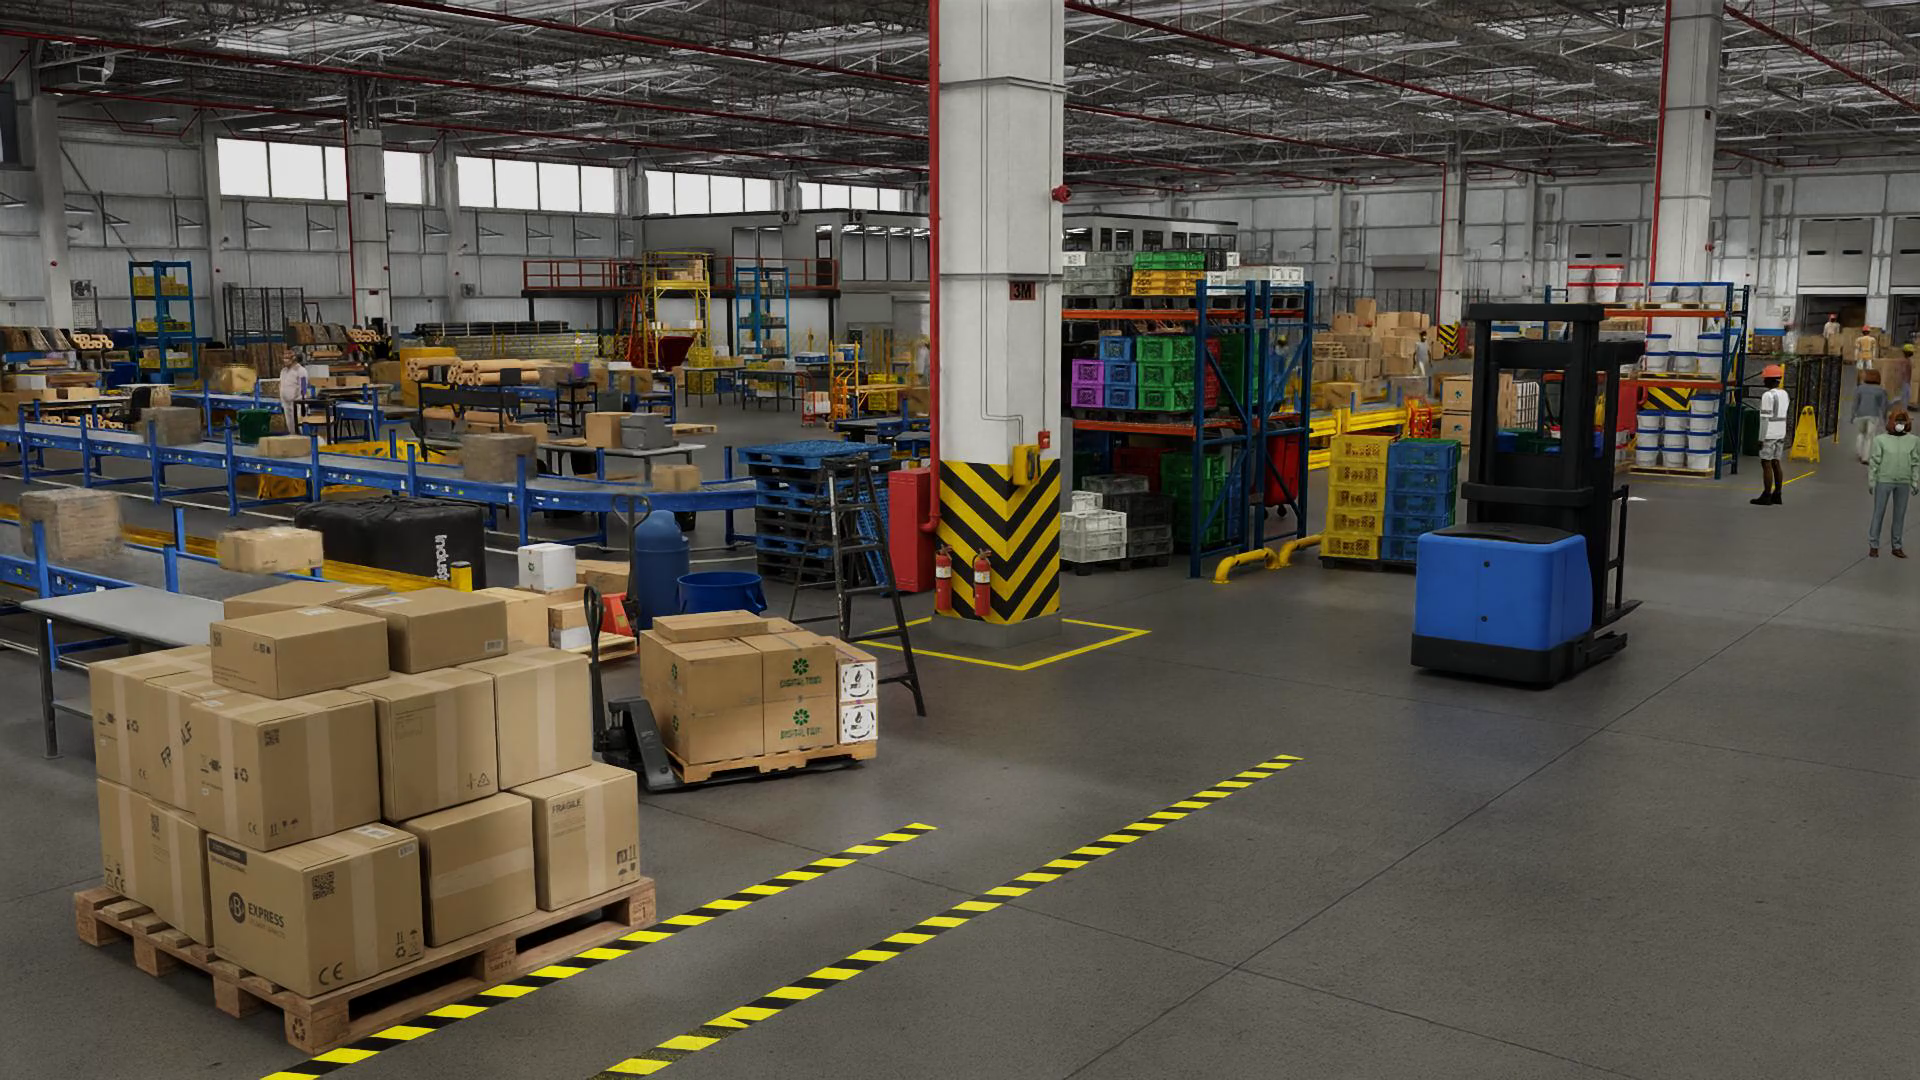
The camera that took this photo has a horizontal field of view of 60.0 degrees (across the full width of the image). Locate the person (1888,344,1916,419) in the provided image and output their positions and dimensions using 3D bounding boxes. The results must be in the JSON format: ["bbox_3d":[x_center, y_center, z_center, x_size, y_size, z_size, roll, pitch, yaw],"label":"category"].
[{"bbox_3d":[21.734,-3.661,38.367,0.620,1.744,0.532,8,12,44],"label":"person"}]

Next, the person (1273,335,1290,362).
[{"bbox_3d":[9.017,-4.900,46.805,0.458,1.729,0.490,-5,10,-31],"label":"person"}]

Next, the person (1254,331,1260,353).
[{"bbox_3d":[7.787,-4.485,43.343,0.468,1.919,0.569,-2,9,-13],"label":"person"}]

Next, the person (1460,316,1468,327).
[{"bbox_3d":[24.604,-10.042,81.141,0.636,1.821,0.638,6,11,37],"label":"person"}]

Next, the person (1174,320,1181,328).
[{"bbox_3d":[8.787,-7.952,66.946,0.785,1.858,0.585,-1,8,-6],"label":"person"}]

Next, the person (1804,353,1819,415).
[{"bbox_3d":[18.095,-3.180,35.516,0.433,1.623,0.538,8,11,42],"label":"person"}]

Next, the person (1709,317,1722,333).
[{"bbox_3d":[32.073,-8.551,70.663,0.609,1.950,0.379,-2,9,-14],"label":"person"}]

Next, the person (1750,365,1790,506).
[{"bbox_3d":[11.089,-1.433,22.776,0.539,1.930,0.387,-7,11,-37],"label":"person"}]

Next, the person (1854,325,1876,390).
[{"bbox_3d":[27.072,-5.447,49.773,0.545,1.941,0.351,3,9,18],"label":"person"}]

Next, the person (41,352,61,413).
[{"bbox_3d":[-19.656,-3.399,35.800,0.630,1.984,1.031,6,10,33],"label":"person"}]

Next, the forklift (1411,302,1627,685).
[{"bbox_3d":[4.379,-0.438,12.852,1.129,2.768,1.873,7,11,37],"label":"forklift"}]

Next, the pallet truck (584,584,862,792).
[{"bbox_3d":[-1.426,0.805,10.019,1.601,1.201,0.680,-4,9,-26],"label":"pallet truck"}]

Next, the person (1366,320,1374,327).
[{"bbox_3d":[15.182,-7.246,62.095,0.888,1.903,0.549,-3,9,-21],"label":"person"}]

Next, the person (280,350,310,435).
[{"bbox_3d":[-11.799,-2.406,29.441,0.643,1.897,0.399,5,10,28],"label":"person"}]

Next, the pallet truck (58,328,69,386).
[{"bbox_3d":[-23.775,-4.544,43.495,1.885,1.965,0.823,6,10,35],"label":"pallet truck"}]

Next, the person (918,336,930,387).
[{"bbox_3d":[-0.807,-4.325,42.640,0.540,1.806,0.588,2,9,12],"label":"person"}]

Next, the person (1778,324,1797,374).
[{"bbox_3d":[29.136,-6.683,58.515,1.067,1.822,0.587,4,10,28],"label":"person"}]

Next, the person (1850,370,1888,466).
[{"bbox_3d":[15.390,-2.072,28.108,0.533,1.602,0.754,8,11,42],"label":"person"}]

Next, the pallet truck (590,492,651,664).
[{"bbox_3d":[-3.115,0.344,12.883,0.653,1.274,1.630,7,11,37],"label":"pallet truck"}]

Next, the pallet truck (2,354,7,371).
[{"bbox_3d":[-24.881,-4.417,42.634,1.885,1.965,0.823,8,11,41],"label":"pallet truck"}]

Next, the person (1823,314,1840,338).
[{"bbox_3d":[37.674,-8.759,71.918,0.613,1.994,0.385,5,10,31],"label":"person"}]

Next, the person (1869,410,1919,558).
[{"bbox_3d":[10.220,-0.612,18.208,0.507,1.632,0.272,1,9,10],"label":"person"}]

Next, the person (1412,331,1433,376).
[{"bbox_3d":[13.416,-5.173,48.387,0.505,1.819,1.012,-4,9,-26],"label":"person"}]

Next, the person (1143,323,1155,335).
[{"bbox_3d":[6.360,-6.320,55.809,0.603,1.901,0.536,-5,10,-30],"label":"person"}]
